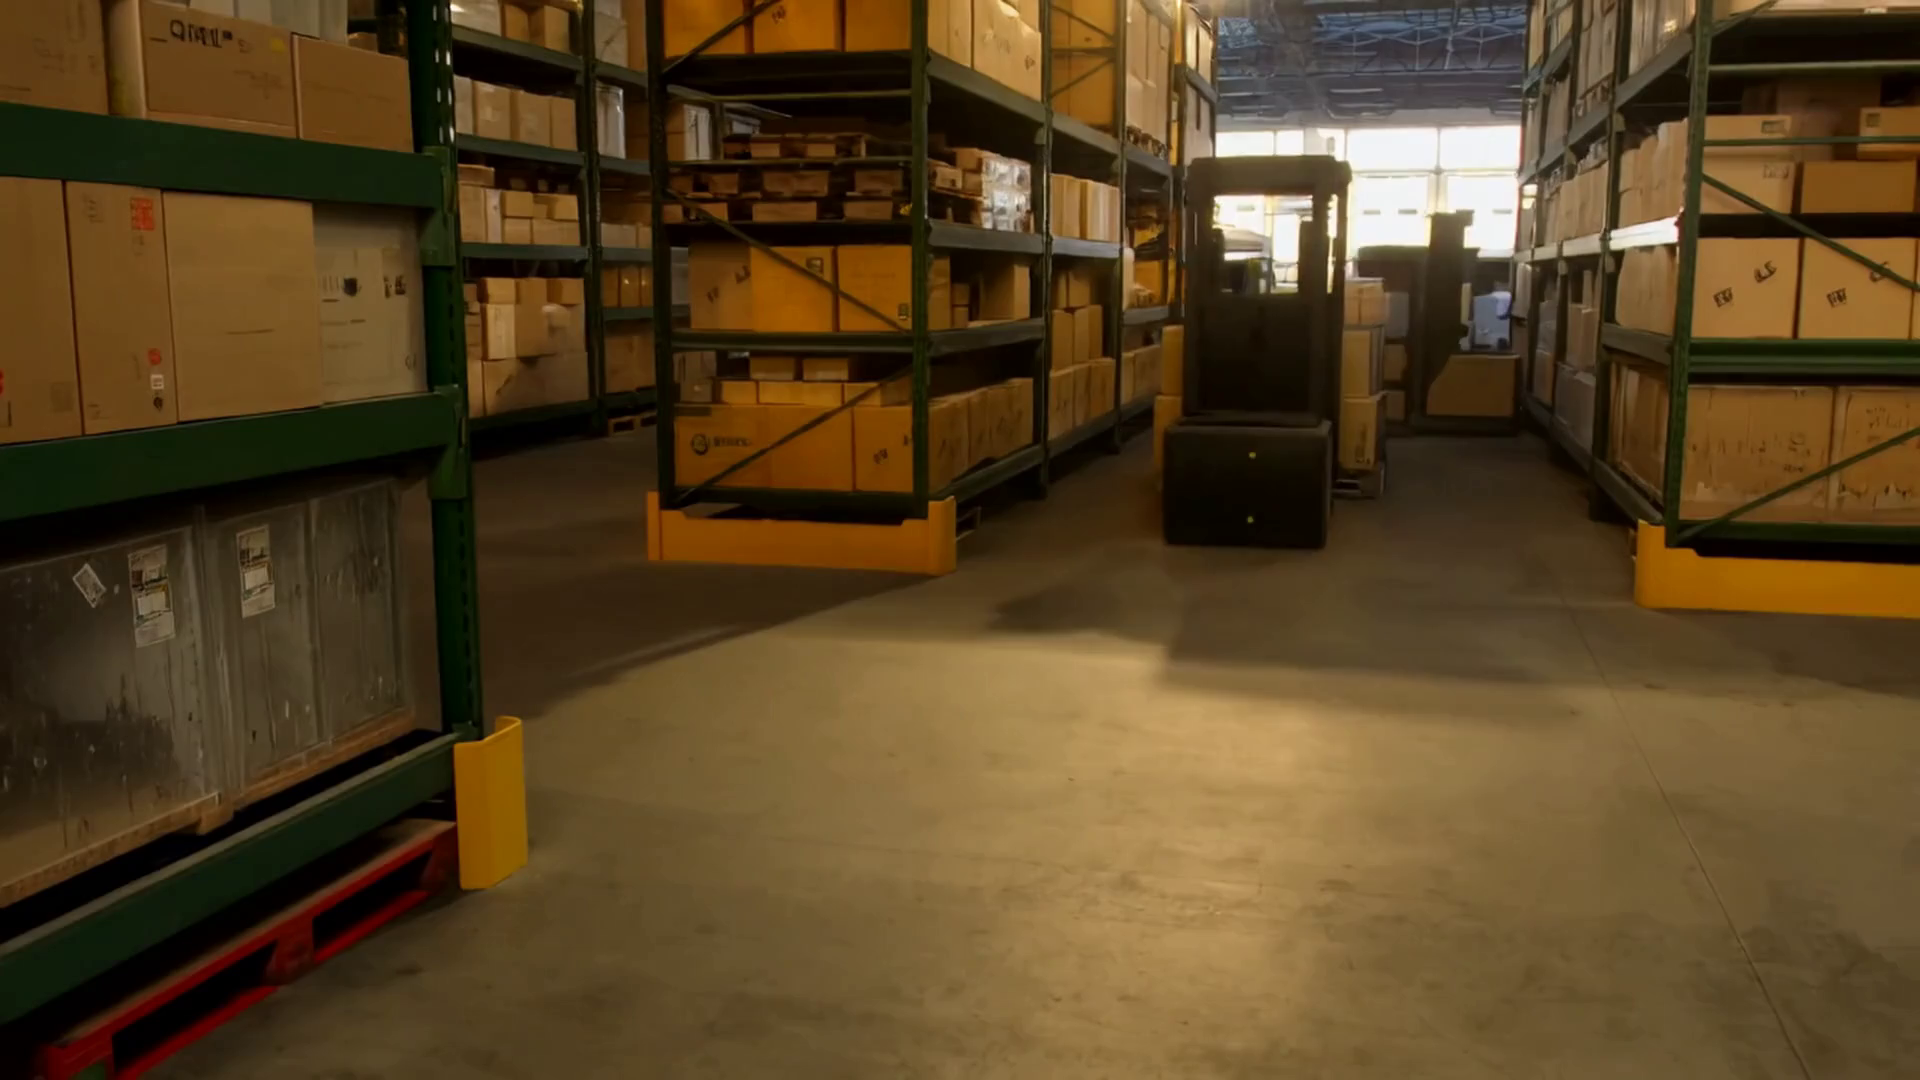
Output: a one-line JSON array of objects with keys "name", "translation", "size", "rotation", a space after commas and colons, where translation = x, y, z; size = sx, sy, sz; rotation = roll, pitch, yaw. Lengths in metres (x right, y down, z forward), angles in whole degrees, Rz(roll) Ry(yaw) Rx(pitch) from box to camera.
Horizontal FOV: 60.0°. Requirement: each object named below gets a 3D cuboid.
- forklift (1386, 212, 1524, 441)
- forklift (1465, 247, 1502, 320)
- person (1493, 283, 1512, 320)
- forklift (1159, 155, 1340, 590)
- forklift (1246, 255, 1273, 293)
[{"name": "forklift", "translation": [6.132, -2.708, 20.980], "size": [1.873, 2.768, 1.129], "rotation": [4, 10, 23]}, {"name": "forklift", "translation": [13.305, -6.333, 44.005], "size": [1.873, 2.768, 1.129], "rotation": [-2, 9, -10]}, {"name": "person", "translation": [14.792, -6.078, 45.475], "size": [0.676, 1.907, 0.590], "rotation": [5, 10, 31]}, {"name": "forklift", "translation": [2.016, -1.178, 11.259], "size": [1.129, 2.768, 1.873], "rotation": [2, 9, 15]}, {"name": "forklift", "translation": [10.551, -8.662, 58.805], "size": [1.129, 2.768, 1.873], "rotation": [2, 9, 15]}]
